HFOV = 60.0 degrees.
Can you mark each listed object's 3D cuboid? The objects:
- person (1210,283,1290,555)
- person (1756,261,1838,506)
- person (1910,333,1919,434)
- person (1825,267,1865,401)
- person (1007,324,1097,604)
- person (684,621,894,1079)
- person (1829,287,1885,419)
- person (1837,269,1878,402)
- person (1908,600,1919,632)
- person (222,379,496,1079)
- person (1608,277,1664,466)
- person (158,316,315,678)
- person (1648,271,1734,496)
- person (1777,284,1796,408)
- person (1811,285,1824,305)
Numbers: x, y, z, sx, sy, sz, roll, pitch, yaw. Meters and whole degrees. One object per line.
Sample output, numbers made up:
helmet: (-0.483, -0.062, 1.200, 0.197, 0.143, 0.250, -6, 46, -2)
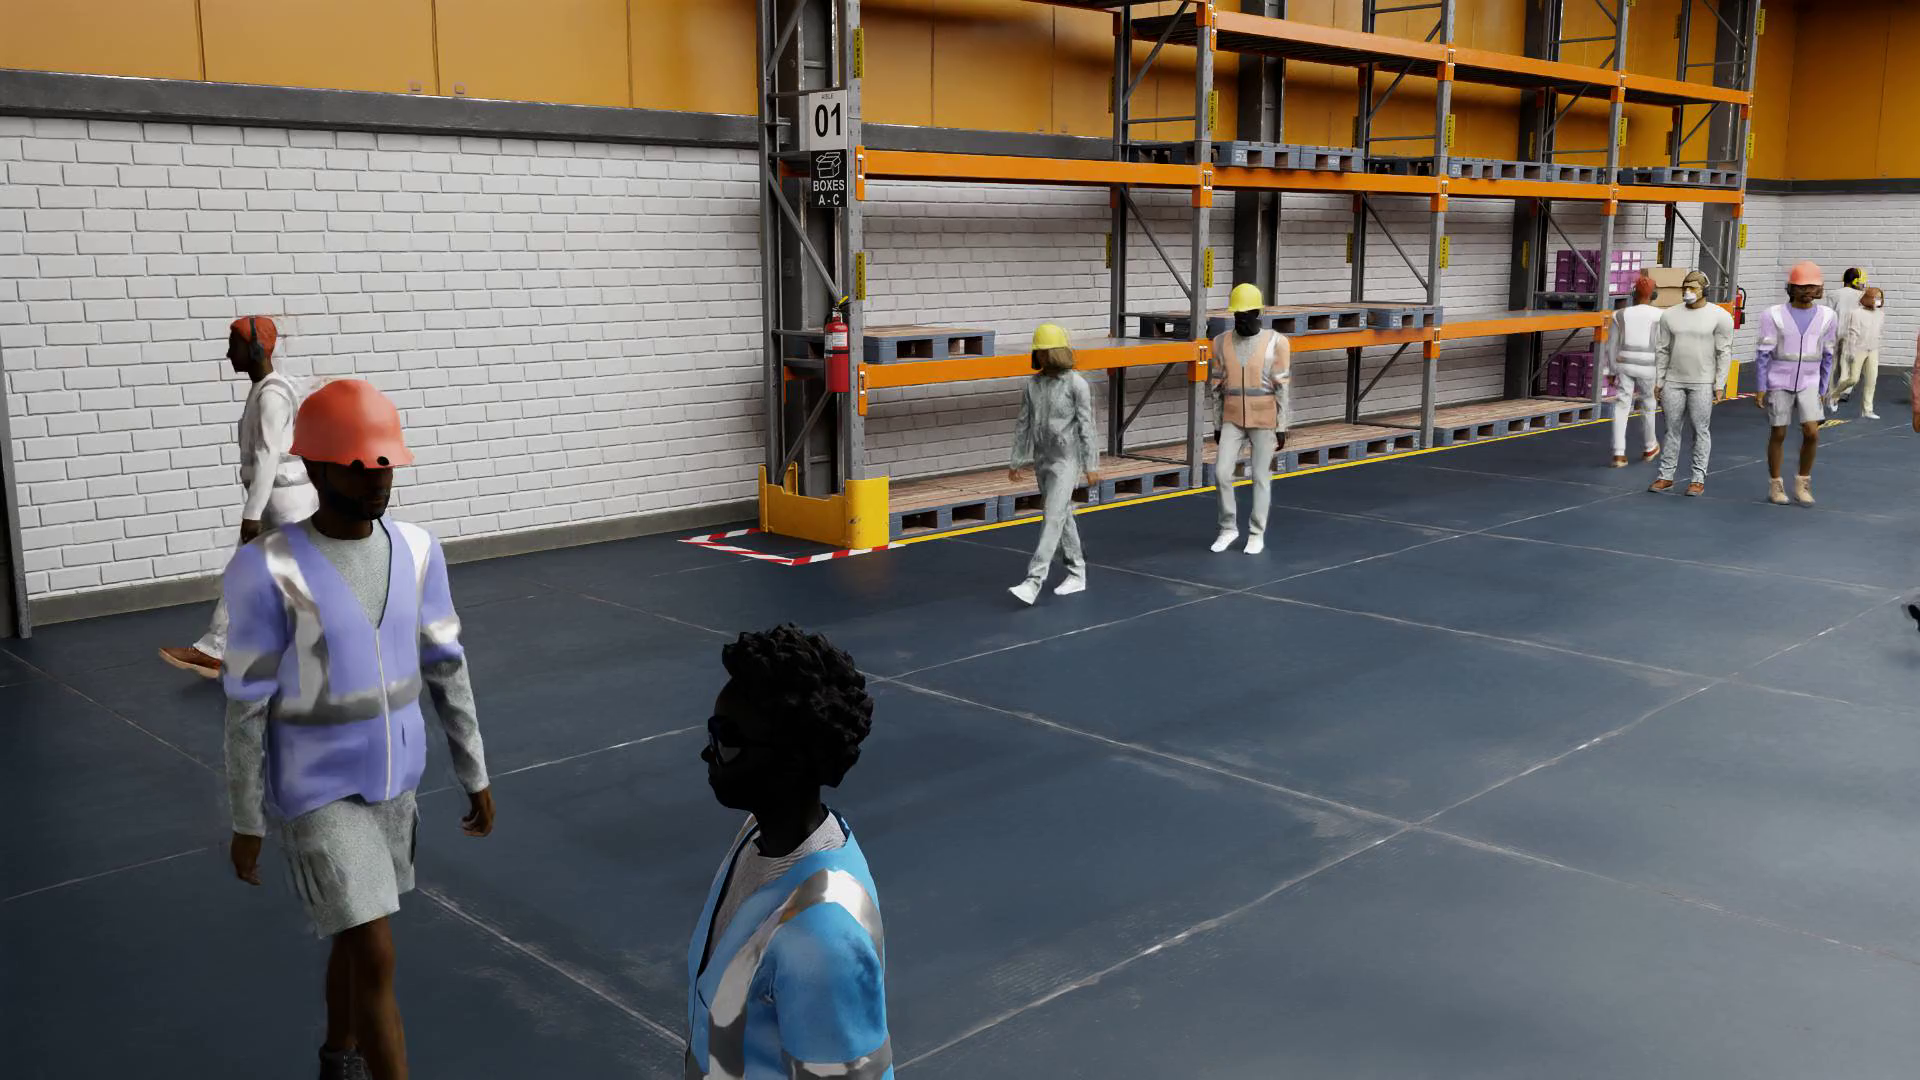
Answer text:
person: (2.013, -0.827, 11.632, 0.607, 1.908, 0.546, 5, 12, 27)
person: (6.885, -1.271, 13.711, 0.621, 2.019, 0.650, 3, 11, 13)
person: (7.454, -0.982, 12.395, 0.621, 1.941, 1.022, 4, 11, 20)
person: (11.937, -2.773, 22.498, 0.537, 1.824, 0.899, 5, 11, 24)
person: (0.512, -0.460, 10.156, 0.512, 1.695, 0.882, 10, 14, 44)
person: (-0.250, 0.954, 2.472, 0.318, 1.700, 0.535, -3, 11, -16)
person: (11.110, -2.316, 20.531, 0.510, 1.611, 0.618, -2, 11, -12)
person: (12.152, -2.795, 22.676, 0.604, 1.798, 0.919, 7, 13, 35)
person: (5.571, -0.303, 8.753, 0.803, 1.916, 0.551, 0, 10, 1)
person: (-1.329, 0.587, 3.900, 0.860, 1.904, 0.576, 7, 12, 33)
person: (6.655, -1.650, 16.317, 0.598, 1.829, 0.995, 7, 13, 35)
person: (-3.528, -0.189, 8.324, 0.965, 1.831, 0.608, -5, 12, -27)
person: (6.314, -1.350, 14.383, 0.371, 1.939, 0.629, -10, 14, -44)
person: (10.940, -2.599, 21.997, 0.545, 1.647, 0.884, 3, 11, 14)
person: (11.812, -2.811, 23.232, 0.369, 1.608, 0.509, -1, 10, -5)
